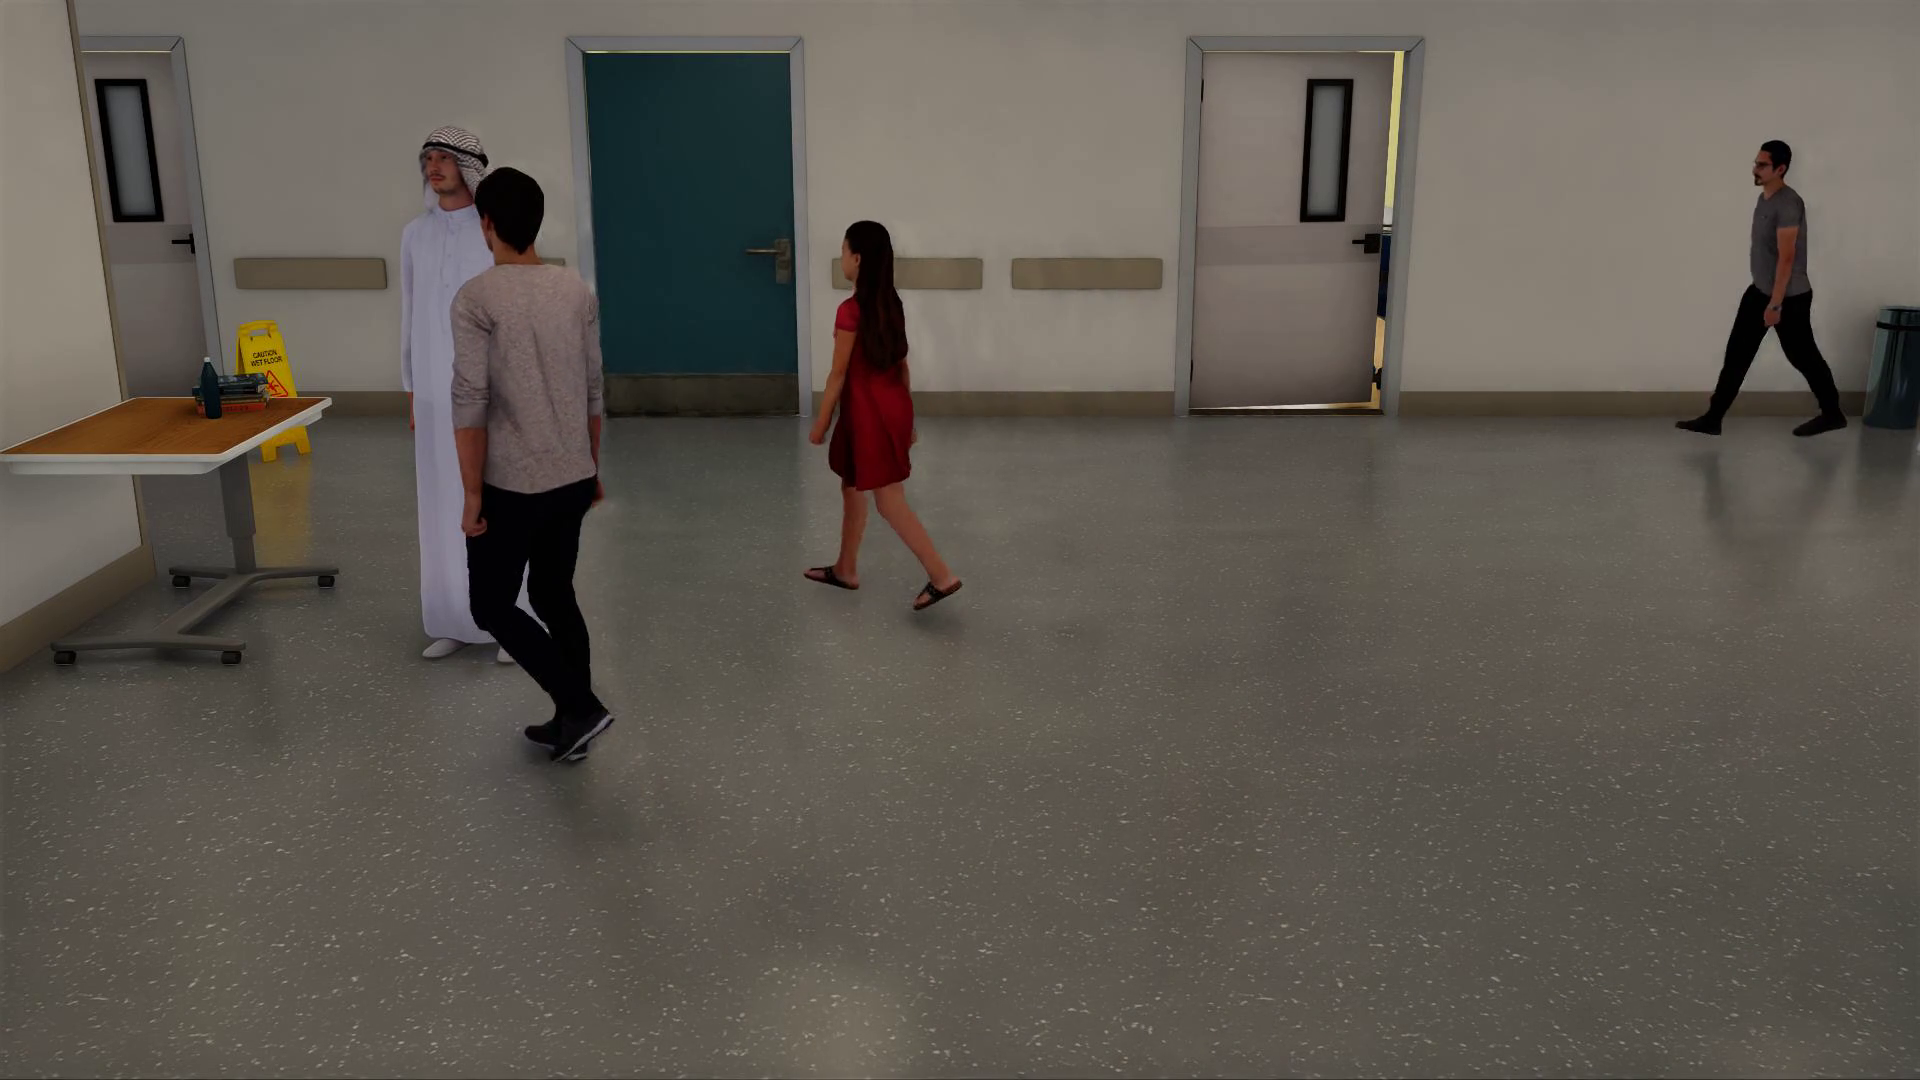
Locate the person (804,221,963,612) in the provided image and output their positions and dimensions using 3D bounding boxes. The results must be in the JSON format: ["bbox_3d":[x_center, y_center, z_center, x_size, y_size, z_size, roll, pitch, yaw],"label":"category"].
[{"bbox_3d":[-0.282,-0.468,6.586,1.085,1.532,0.853,9,18,28],"label":"person"}]

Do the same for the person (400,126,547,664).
[{"bbox_3d":[-1.760,-0.517,6.033,0.623,1.926,0.798,3,16,10],"label":"person"}]

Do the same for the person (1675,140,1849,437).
[{"bbox_3d":[4.776,-1.382,9.537,1.217,1.691,0.663,0,16,0],"label":"person"}]

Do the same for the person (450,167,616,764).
[{"bbox_3d":[-1.223,-0.162,4.965,0.964,1.823,0.902,14,21,41],"label":"person"}]
